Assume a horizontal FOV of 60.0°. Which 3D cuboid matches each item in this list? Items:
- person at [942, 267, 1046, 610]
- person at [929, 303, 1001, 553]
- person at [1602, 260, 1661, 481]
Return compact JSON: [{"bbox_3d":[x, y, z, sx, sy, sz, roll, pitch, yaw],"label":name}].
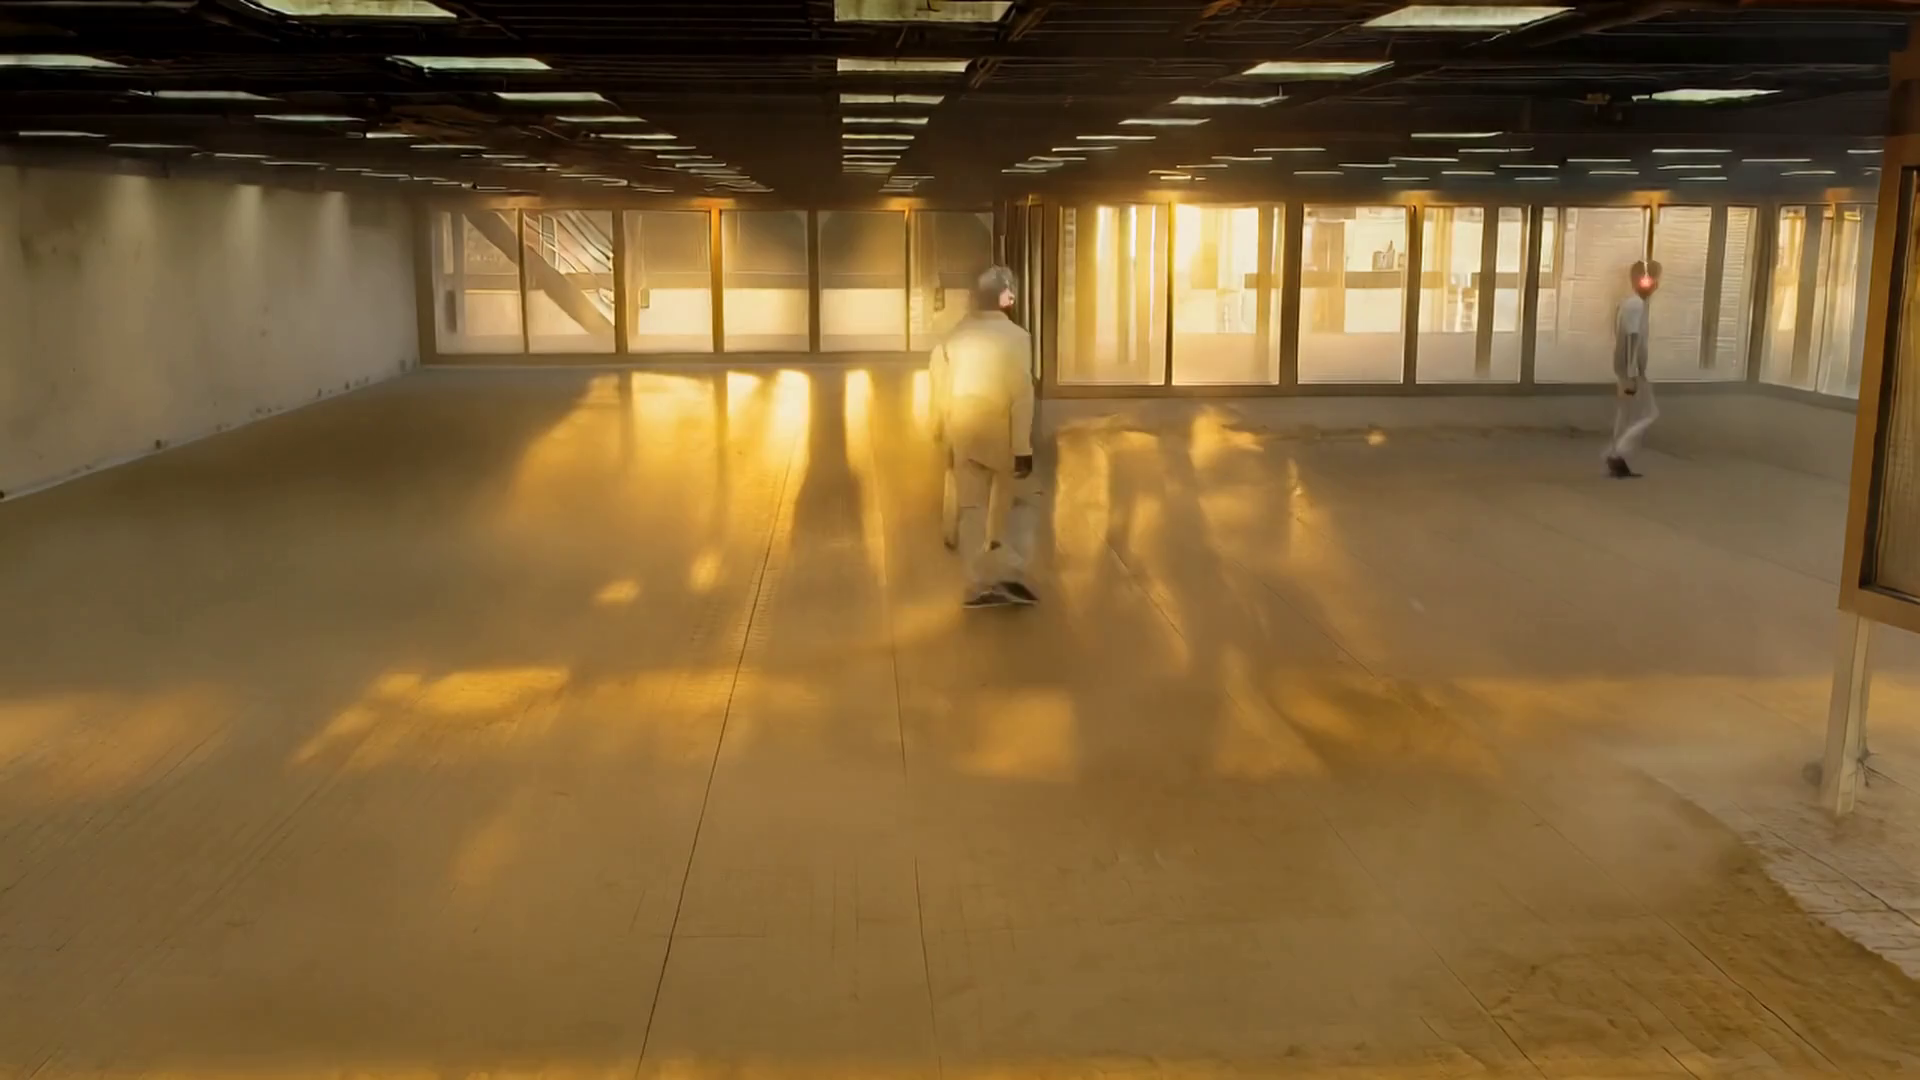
[{"bbox_3d":[0.224,-0.552,9.196,0.673,1.887,0.557,10,15,43],"label":"person"},{"bbox_3d":[0.049,-0.724,10.828,0.498,1.633,0.278,2,11,11],"label":"person"},{"bbox_3d":[5.660,-1.406,13.942,0.418,1.855,0.527,2,11,9],"label":"person"}]
